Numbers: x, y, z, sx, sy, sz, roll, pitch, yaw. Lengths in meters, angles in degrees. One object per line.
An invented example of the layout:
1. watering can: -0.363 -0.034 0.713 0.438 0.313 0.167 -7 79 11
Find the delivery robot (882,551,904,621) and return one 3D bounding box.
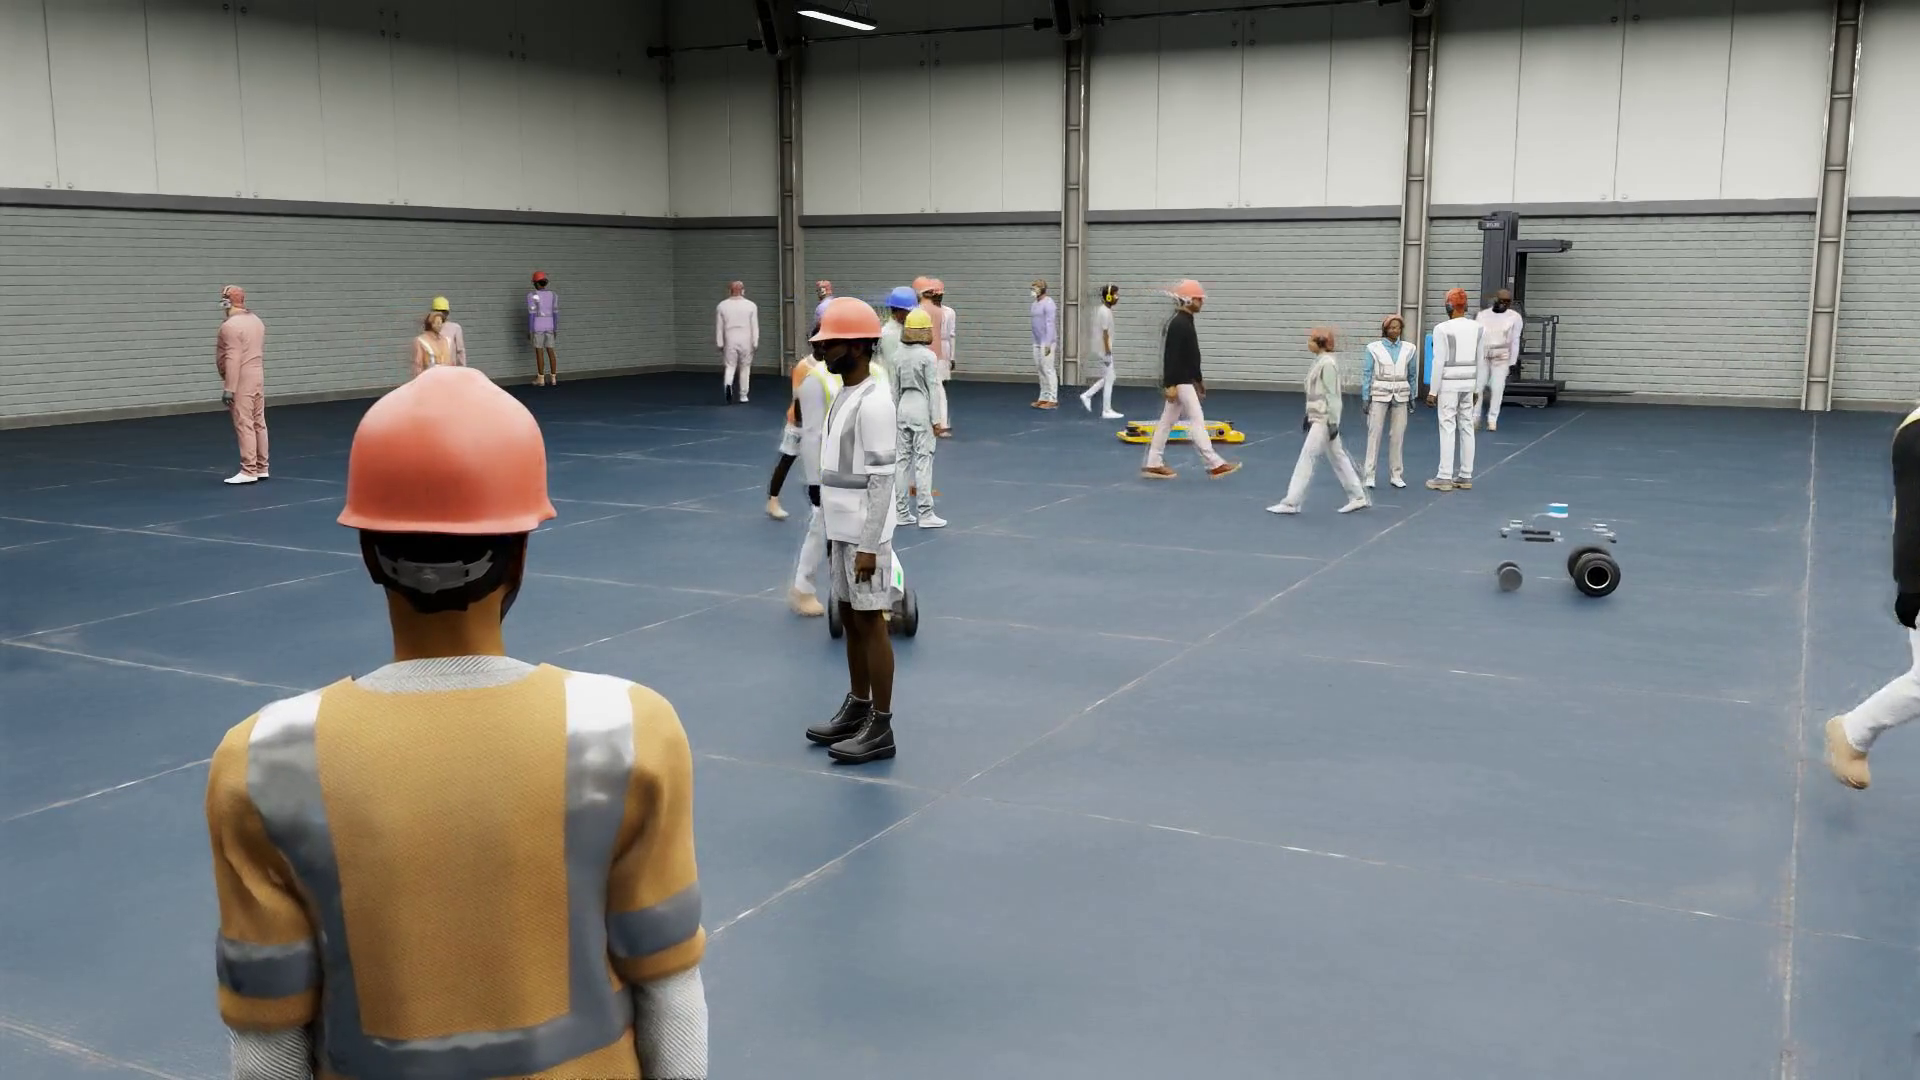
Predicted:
1. delivery robot: -0.518 0.200 9.595 0.477 0.478 0.707 -1 9 -6

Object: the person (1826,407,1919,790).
1. person: 3.670 0.143 6.193 0.641 1.828 0.579 -4 10 -24

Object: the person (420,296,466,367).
1. person: -6.486 -2.183 20.824 0.532 1.738 0.806 -5 11 -31

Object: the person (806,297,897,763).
1. person: -0.452 -0.046 7.017 0.354 1.939 0.544 -4 10 -21

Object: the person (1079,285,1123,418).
1. person: 1.993 -2.632 23.229 0.519 1.852 0.549 0 9 -3

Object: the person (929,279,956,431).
1. person: -0.308 -2.369 21.345 0.545 1.938 0.355 -3 10 -18

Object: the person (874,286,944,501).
1. person: -0.470 -1.234 14.424 0.801 1.907 0.618 2 10 14

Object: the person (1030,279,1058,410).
1. person: 1.237 -2.922 24.813 0.397 1.928 0.624 -4 10 -24

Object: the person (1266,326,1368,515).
1. person: 3.061 -1.005 13.996 0.871 1.593 0.539 1 9 4

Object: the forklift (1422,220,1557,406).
1. forklift: 8.245 -3.527 25.720 1.873 2.768 1.129 5 10 27

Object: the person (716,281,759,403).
1. person: -3.430 -3.051 25.702 0.649 1.890 0.564 0 9 3

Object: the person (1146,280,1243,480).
1. person: 2.303 -1.560 16.317 1.016 1.941 0.644 1 9 9

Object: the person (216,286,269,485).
1. person: -6.966 -1.500 16.099 0.404 1.903 0.636 0 9 2

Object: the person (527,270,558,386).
1. person: -7.468 -3.782 29.723 0.367 2.048 0.607 8 12 41

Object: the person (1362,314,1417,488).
1. person: 4.065 -1.312 15.752 0.525 1.636 0.307 0 9 -2

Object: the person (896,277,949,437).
1. person: -0.519 -2.268 20.654 0.995 1.949 0.656 7 12 37

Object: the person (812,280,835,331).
1. person: -1.989 -2.886 24.649 0.409 1.903 0.639 2 9 13

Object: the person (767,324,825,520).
1. person: -1.180 -0.964 13.663 0.974 1.606 0.544 5 10 29

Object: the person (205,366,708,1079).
1. person: -0.574 0.765 2.009 0.542 1.939 0.365 -2 9 -12

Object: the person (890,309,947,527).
1. person: -0.336 -0.980 13.378 0.492 1.744 0.295 7 12 38

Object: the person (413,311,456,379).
1. person: -5.648 -1.649 17.847 0.545 1.621 0.530 6 11 34

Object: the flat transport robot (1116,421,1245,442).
1. flat transport robot: 2.662 -1.319 20.126 1.431 0.197 0.652 -1 9 -6

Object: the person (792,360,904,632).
1. person: -0.674 -0.405 9.681 0.644 1.802 0.955 -7 12 -39

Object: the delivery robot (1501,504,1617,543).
1. delivery robot: 3.870 -0.119 10.746 0.698 0.223 0.335 2 9 15

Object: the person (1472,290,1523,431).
1. person: 6.840 -2.295 21.302 0.672 1.813 0.438 7 11 36

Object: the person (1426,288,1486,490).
1. person: 4.648 -1.415 15.628 0.572 1.885 0.356 -4 10 -23
